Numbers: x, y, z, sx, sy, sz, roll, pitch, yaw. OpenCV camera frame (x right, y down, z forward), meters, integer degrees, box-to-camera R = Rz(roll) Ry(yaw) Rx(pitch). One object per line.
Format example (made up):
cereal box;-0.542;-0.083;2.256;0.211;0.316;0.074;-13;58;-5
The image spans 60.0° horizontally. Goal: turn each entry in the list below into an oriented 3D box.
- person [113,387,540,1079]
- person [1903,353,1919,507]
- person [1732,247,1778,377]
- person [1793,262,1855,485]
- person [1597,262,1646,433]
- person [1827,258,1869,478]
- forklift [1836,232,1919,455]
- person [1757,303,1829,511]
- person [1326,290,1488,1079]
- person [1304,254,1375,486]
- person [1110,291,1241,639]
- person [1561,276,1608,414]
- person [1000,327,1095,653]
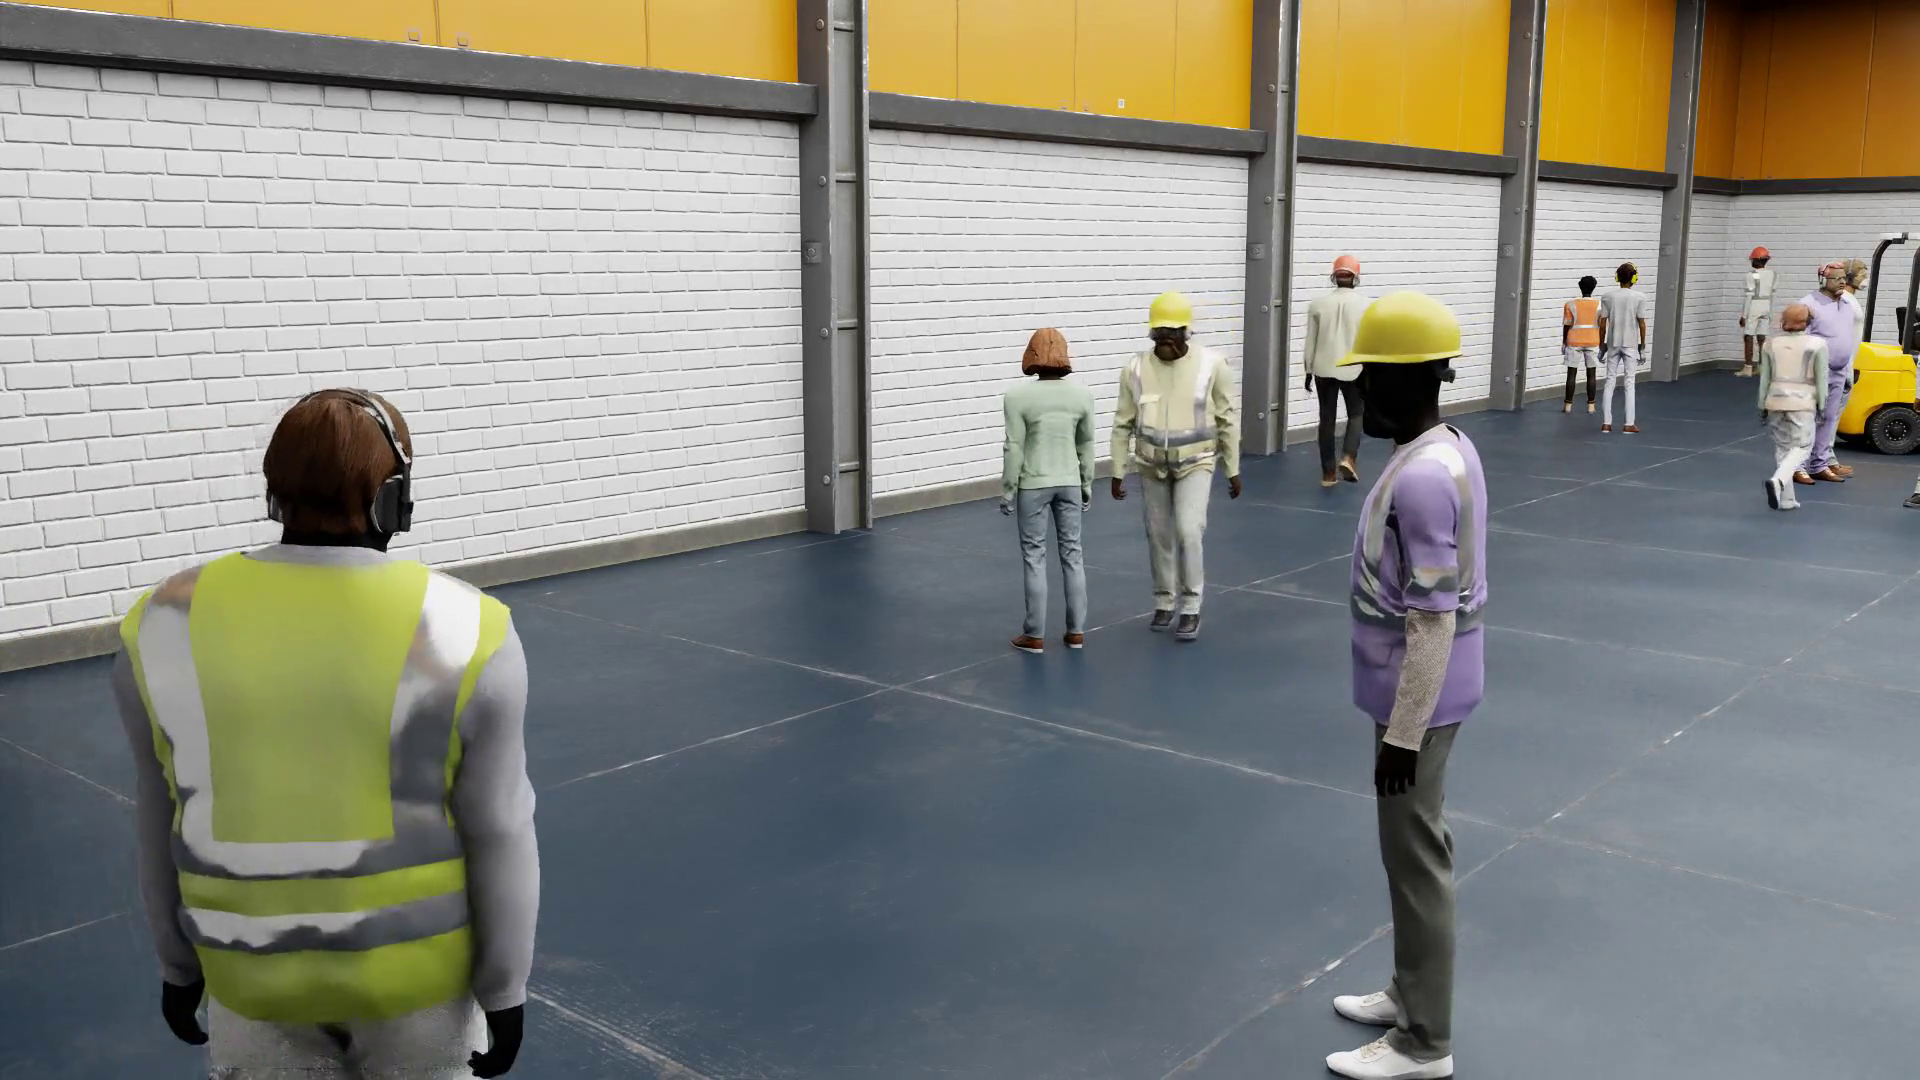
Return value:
person;-0.969;0.679;2.572;0.635;1.820;0.765;-1;10;-5
person;7.668;-1.134;12.855;0.404;1.833;0.588;-7;12;-34
person;12.510;-3.571;26.137;0.639;2.039;0.386;-4;11;-21
person;7.458;-1.434;14.355;0.640;1.909;0.409;-5;11;-24
person;7.270;-2.104;18.263;0.521;1.874;0.327;7;12;35
person;7.851;-1.532;14.821;0.362;1.938;0.636;5;11;28
forklift;9.955;-1.972;16.595;2.313;2.155;1.214;1;10;8
person;6.314;-1.001;12.691;0.629;1.610;0.528;-8;13;-37
person;1.075;0.365;4.053;0.382;1.924;0.594;3;10;17
person;3.236;-1.436;14.167;0.630;1.980;0.455;3;11;19
person;1.101;-0.376;8.620;0.660;1.803;0.640;4;11;21
person;7.660;-2.393;20.433;0.535;1.691;0.318;2;10;12
person;0.442;-0.249;8.377;0.506;1.632;0.268;-4;11;-21
